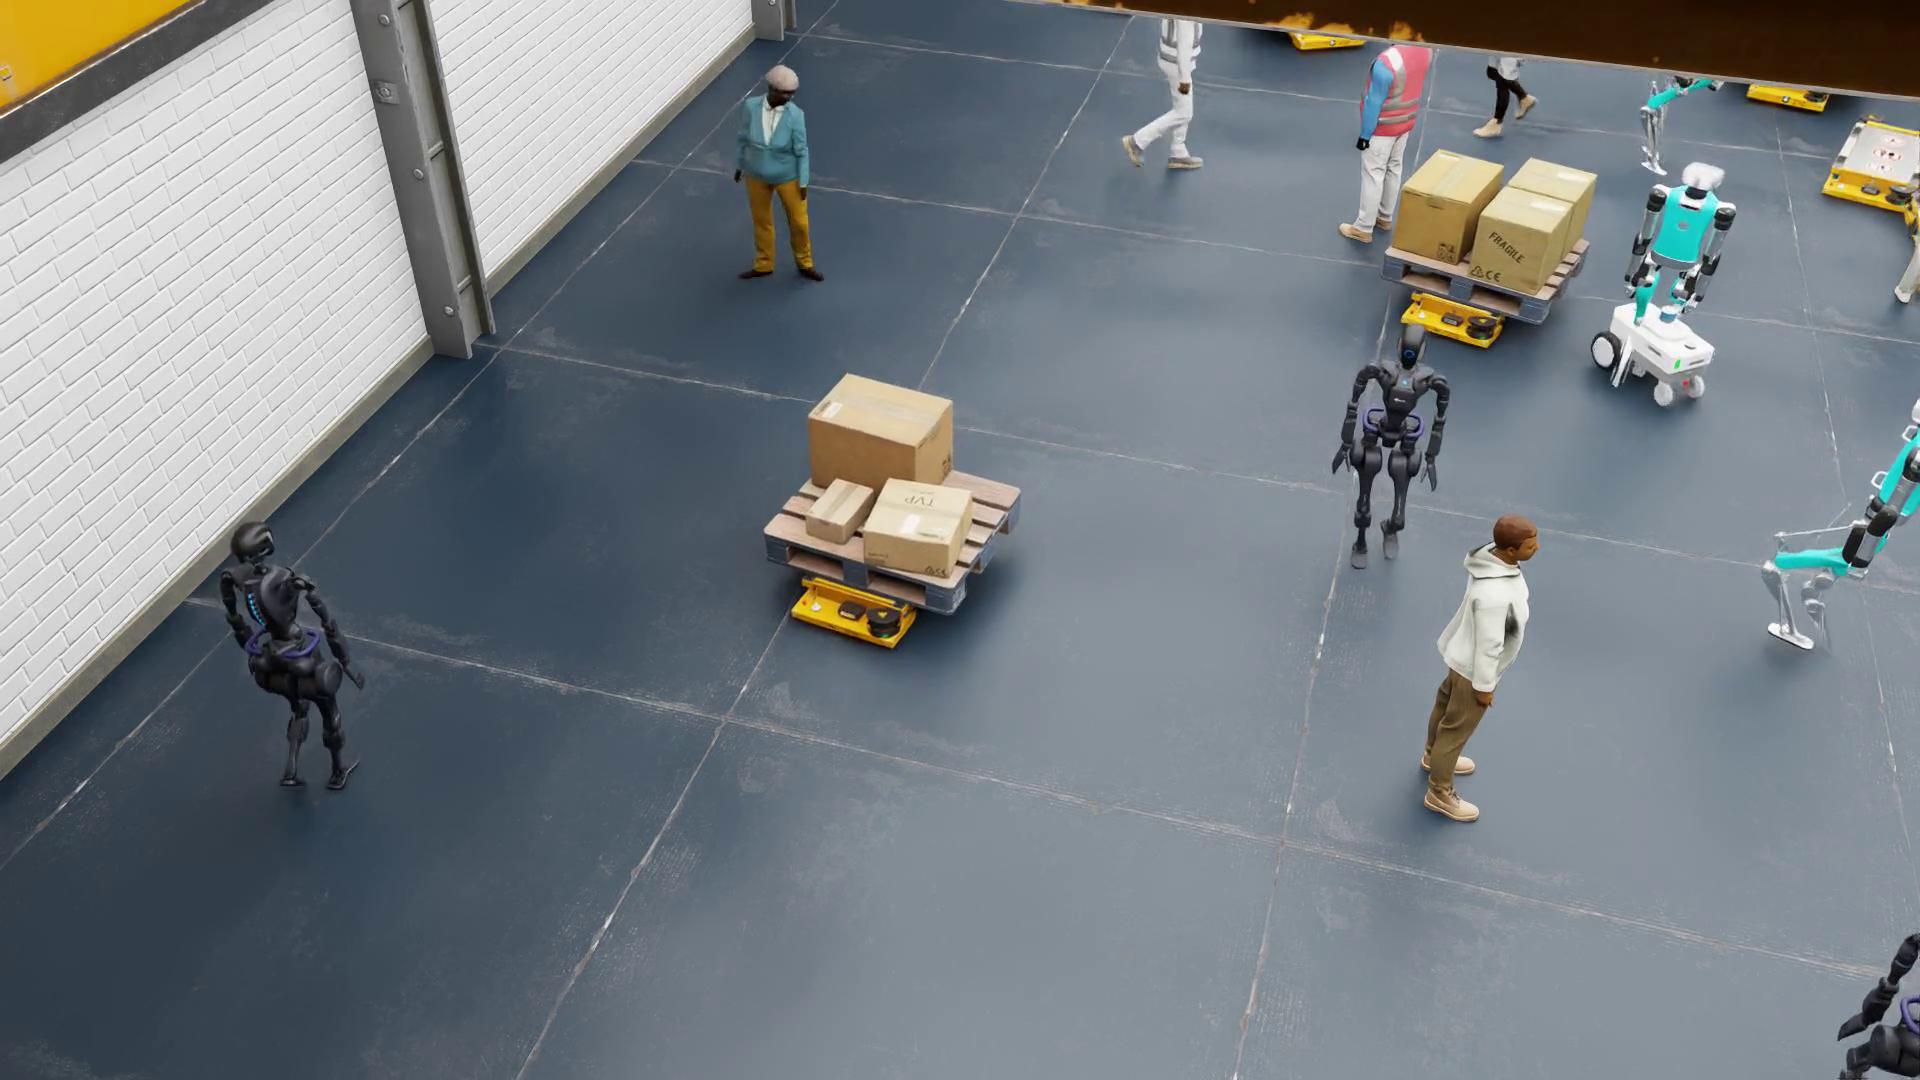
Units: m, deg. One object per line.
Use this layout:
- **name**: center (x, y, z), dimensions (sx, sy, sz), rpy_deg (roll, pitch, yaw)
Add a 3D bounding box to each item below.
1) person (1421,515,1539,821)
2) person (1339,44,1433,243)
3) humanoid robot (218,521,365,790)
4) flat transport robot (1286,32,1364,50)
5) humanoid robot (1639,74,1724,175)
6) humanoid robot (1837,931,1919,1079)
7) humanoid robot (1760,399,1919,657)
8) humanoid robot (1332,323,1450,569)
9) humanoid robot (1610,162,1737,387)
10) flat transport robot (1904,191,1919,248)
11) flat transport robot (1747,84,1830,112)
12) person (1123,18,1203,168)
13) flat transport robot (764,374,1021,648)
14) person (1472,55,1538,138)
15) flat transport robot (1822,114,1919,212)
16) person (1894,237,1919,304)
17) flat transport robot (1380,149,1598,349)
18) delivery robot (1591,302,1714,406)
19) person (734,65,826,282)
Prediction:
- **person**: center (2.492, 0.591, 8.074), dimensions (0.372, 1.767, 0.522), rpy_deg (8, 39, 10)
- **person**: center (3.248, -3.174, 12.707), dimensions (0.617, 1.835, 0.429), rpy_deg (-30, 48, -32)
- **humanoid robot**: center (-3.271, 0.619, 8.109), dimensions (0.602, 1.642, 0.440), rpy_deg (6, 39, 8)
- **flat transport robot**: center (3.456, -5.246, 16.529), dimensions (0.659, 0.231, 1.431), rpy_deg (-7, 39, -8)
- **humanoid robot**: center (5.968, -3.900, 13.709), dimensions (0.553, 1.796, 0.821), rpy_deg (-19, 42, -22)
- **humanoid robot**: center (3.790, 1.940, 6.462), dimensions (0.586, 1.647, 0.377), rpy_deg (8, 40, 10)
- **humanoid robot**: center (4.714, -0.063, 8.949), dimensions (0.754, 1.833, 0.548), rpy_deg (27, 46, 30)
- **humanoid robot**: center (2.459, -0.519, 9.523), dimensions (0.598, 1.644, 0.335), rpy_deg (9, 40, 12)
- **humanoid robot**: center (4.740, -1.771, 11.059), dimensions (0.552, 1.785, 0.849), rpy_deg (20, 43, 23)
- **flat transport robot**: center (7.730, -2.243, 12.794), dimensions (0.659, 0.231, 1.431), rpy_deg (10, 40, 13)
- **flat transport robot**: center (7.804, -4.378, 15.449), dimensions (0.659, 0.231, 1.431), rpy_deg (20, 43, 23)
- **person**: center (1.728, -3.873, 13.545), dimensions (0.623, 1.867, 0.584), rpy_deg (0, 39, 0)
- **flat transport robot**: center (-0.375, 0.069, 9.919), dimensions (0.659, 0.231, 1.431), rpy_deg (16, 42, 19)
- **person**: center (4.769, -4.241, 14.144), dimensions (0.485, 1.682, 0.536), rpy_deg (-1, 39, -1)
- **flat transport robot**: center (7.739, -3.164, 13.939), dimensions (0.659, 0.231, 1.431), rpy_deg (23, 44, 25)
- **person**: center (7.162, -2.411, 11.908), dimensions (0.510, 1.639, 0.306), rpy_deg (17, 42, 20)
- **flat transport robot**: center (3.866, -1.893, 12.358), dimensions (0.659, 0.231, 1.431), rpy_deg (23, 44, 26)
- **delivery robot**: center (4.787, -1.328, 11.441), dimensions (0.499, 0.611, 0.814), rpy_deg (-14, 41, -17)
- **person**: center (-1.385, -2.643, 12.131), dimensions (0.671, 1.730, 0.347), rpy_deg (7, 39, 9)
